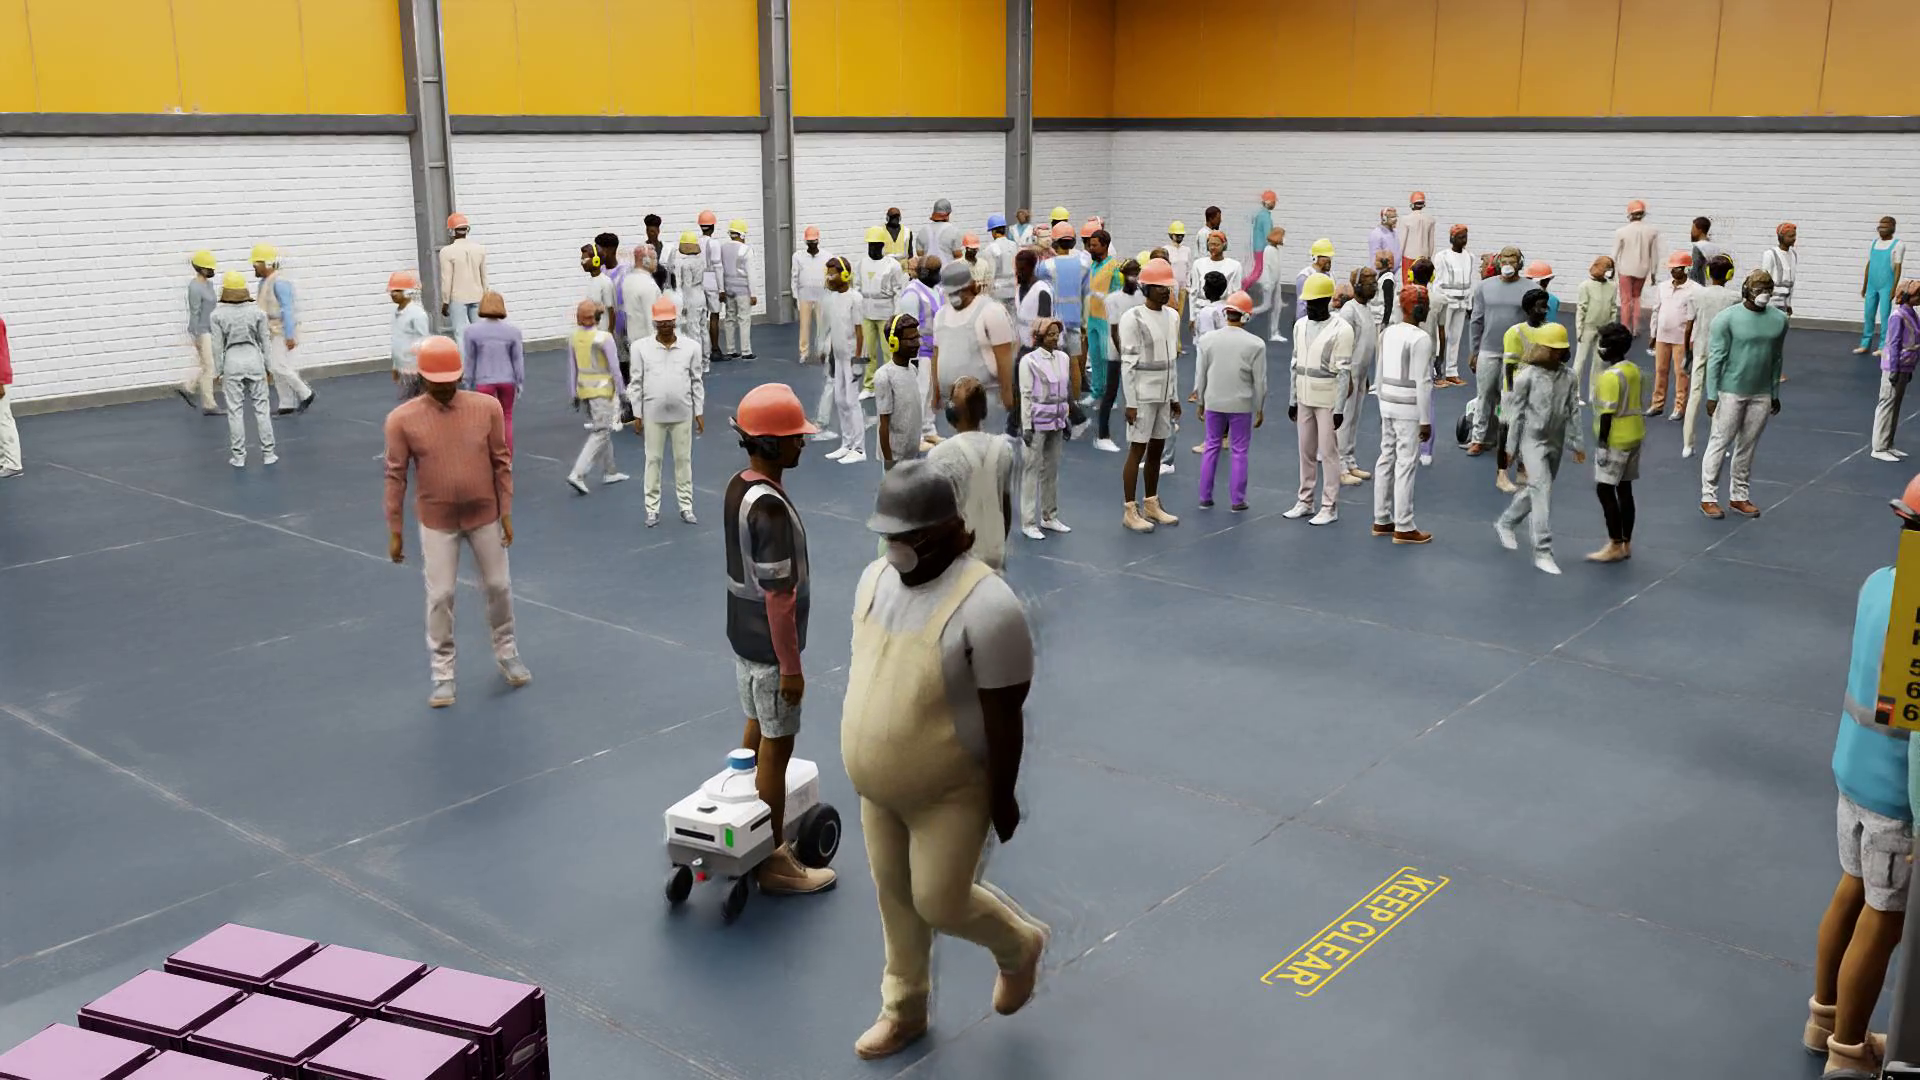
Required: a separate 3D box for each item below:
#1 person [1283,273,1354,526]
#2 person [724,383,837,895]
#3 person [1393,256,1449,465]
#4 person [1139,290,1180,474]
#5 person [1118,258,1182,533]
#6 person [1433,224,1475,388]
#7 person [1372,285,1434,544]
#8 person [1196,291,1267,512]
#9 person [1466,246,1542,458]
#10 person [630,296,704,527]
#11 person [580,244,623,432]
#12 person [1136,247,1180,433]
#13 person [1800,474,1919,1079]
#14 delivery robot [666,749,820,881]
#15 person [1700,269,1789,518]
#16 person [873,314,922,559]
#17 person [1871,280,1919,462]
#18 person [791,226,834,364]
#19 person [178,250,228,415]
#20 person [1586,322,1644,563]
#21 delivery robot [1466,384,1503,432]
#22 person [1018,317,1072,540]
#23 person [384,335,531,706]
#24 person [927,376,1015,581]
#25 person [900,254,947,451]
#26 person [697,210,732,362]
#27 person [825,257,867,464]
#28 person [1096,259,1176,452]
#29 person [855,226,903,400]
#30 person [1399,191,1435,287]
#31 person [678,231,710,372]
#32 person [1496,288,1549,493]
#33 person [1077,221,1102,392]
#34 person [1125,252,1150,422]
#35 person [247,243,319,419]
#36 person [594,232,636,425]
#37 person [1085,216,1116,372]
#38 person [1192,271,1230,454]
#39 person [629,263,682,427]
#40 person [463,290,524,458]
[{"bbox_3d":[2.728,-1.076,12.723,0.398,1.920,0.586,-9,17,-32],"label":"person"},{"bbox_3d":[-0.730,0.395,6.593,0.374,2.044,0.606,-5,15,-20],"label":"person"},{"bbox_3d":[4.084,-1.591,14.878,0.509,1.872,0.329,-1,14,-2],"label":"person"},{"bbox_3d":[1.756,-1.393,14.565,0.285,1.633,0.497,-3,14,-10],"label":"person"},{"bbox_3d":[1.453,-1.087,12.512,0.371,2.044,0.608,13,19,43],"label":"person"},{"bbox_3d":[5.744,-2.721,19.375,0.573,1.879,0.356,-7,16,-27],"label":"person"},{"bbox_3d":[3.253,-0.917,12.160,0.358,1.883,0.572,-5,15,-18],"label":"person"},{"bbox_3d":[2.147,-1.087,13.135,0.574,1.737,0.354,7,16,27],"label":"person"},{"bbox_3d":[4.972,-1.715,15.233,0.627,1.941,0.370,6,15,23],"label":"person"},{"bbox_3d":[-2.219,-0.976,12.652,0.563,1.752,0.327,-4,15,-16],"label":"person"},{"bbox_3d":[-3.575,-2.002,16.522,0.310,1.868,0.533,-8,16,-30],"label":"person"},{"bbox_3d":[1.946,-1.964,16.433,0.504,1.840,0.345,10,17,34],"label":"person"},{"bbox_3d":[2.937,0.759,5.166,0.403,2.037,0.606,3,14,13],"label":"person"},{"bbox_3d":[-0.866,1.081,6.677,0.477,0.478,0.707,7,16,25],"label":"delivery robot"},{"bbox_3d":[6.075,-1.130,12.896,0.635,1.937,0.354,-2,14,-10],"label":"person"},{"bbox_3d":[-0.354,-0.488,10.473,0.328,1.872,0.513,5,15,19],"label":"person"},{"bbox_3d":[8.552,-1.544,15.155,0.309,1.641,0.515,12,19,40],"label":"person"},{"bbox_3d":[-1.876,-3.132,21.271,0.563,1.751,0.329,-2,14,-6],"label":"person"},{"bbox_3d":[-7.962,-2.169,17.440,0.531,1.734,0.553,-2,14,-6],"label":"person"},{"bbox_3d":[4.587,-0.682,11.634,0.340,1.686,0.622,12,18,39],"label":"person"},{"bbox_3d":[5.157,-1.278,16.103,0.477,0.478,0.707,9,16,31],"label":"delivery robot"},{"bbox_3d":[0.628,-0.836,12.326,0.309,1.641,0.514,13,19,41],"label":"person"},{"bbox_3d":[-2.656,-0.116,8.788,0.732,1.966,0.565,-6,15,-23],"label":"person"},{"bbox_3d":[0.004,0.067,8.388,0.523,1.797,0.942,-8,16,-29],"label":"person"},{"bbox_3d":[-0.318,-1.764,15.654,0.430,1.834,0.644,7,16,27],"label":"person"},{"bbox_3d":[-3.226,-3.272,21.450,0.545,1.942,0.347,12,18,40],"label":"person"},{"bbox_3d":[-1.040,-1.626,15.055,0.335,1.855,0.532,-9,17,-33],"label":"person"},{"bbox_3d":[1.578,-1.659,15.264,0.512,1.809,1.002,-9,17,-32],"label":"person"},{"bbox_3d":[-0.909,-2.482,18.317,0.587,1.930,0.378,8,16,30],"label":"person"},{"bbox_3d":[7.105,-4.437,25.998,0.621,1.994,0.381,-4,14,-14],"label":"person"},{"bbox_3d":[-3.279,-2.897,20.353,0.305,1.745,0.483,4,15,17],"label":"person"},{"bbox_3d":[4.716,-1.242,13.833,0.533,1.697,0.322,-7,16,-26],"label":"person"},{"bbox_3d":[1.483,-2.666,19.037,0.362,1.935,0.553,0,14,2],"label":"person"},{"bbox_3d":[1.870,-2.028,16.841,0.326,1.766,0.522,-2,14,-9],"label":"person"},{"bbox_3d":[-7.055,-2.153,17.213,0.467,1.825,0.632,-13,19,-41],"label":"person"},{"bbox_3d":[-3.520,-2.152,16.949,0.373,1.958,0.603,-13,19,-43],"label":"person"},{"bbox_3d":[1.654,-3.039,20.589,0.410,1.909,0.643,-6,15,-23],"label":"person"},{"bbox_3d":[2.352,-1.641,15.429,0.317,1.695,0.540,10,17,34],"label":"person"},{"bbox_3d":[-3.044,-1.939,16.679,0.534,1.658,0.765,12,18,39],"label":"person"},{"bbox_3d":[-4.026,-1.353,14.440,0.509,1.613,0.546,-6,15,-22],"label":"person"}]
